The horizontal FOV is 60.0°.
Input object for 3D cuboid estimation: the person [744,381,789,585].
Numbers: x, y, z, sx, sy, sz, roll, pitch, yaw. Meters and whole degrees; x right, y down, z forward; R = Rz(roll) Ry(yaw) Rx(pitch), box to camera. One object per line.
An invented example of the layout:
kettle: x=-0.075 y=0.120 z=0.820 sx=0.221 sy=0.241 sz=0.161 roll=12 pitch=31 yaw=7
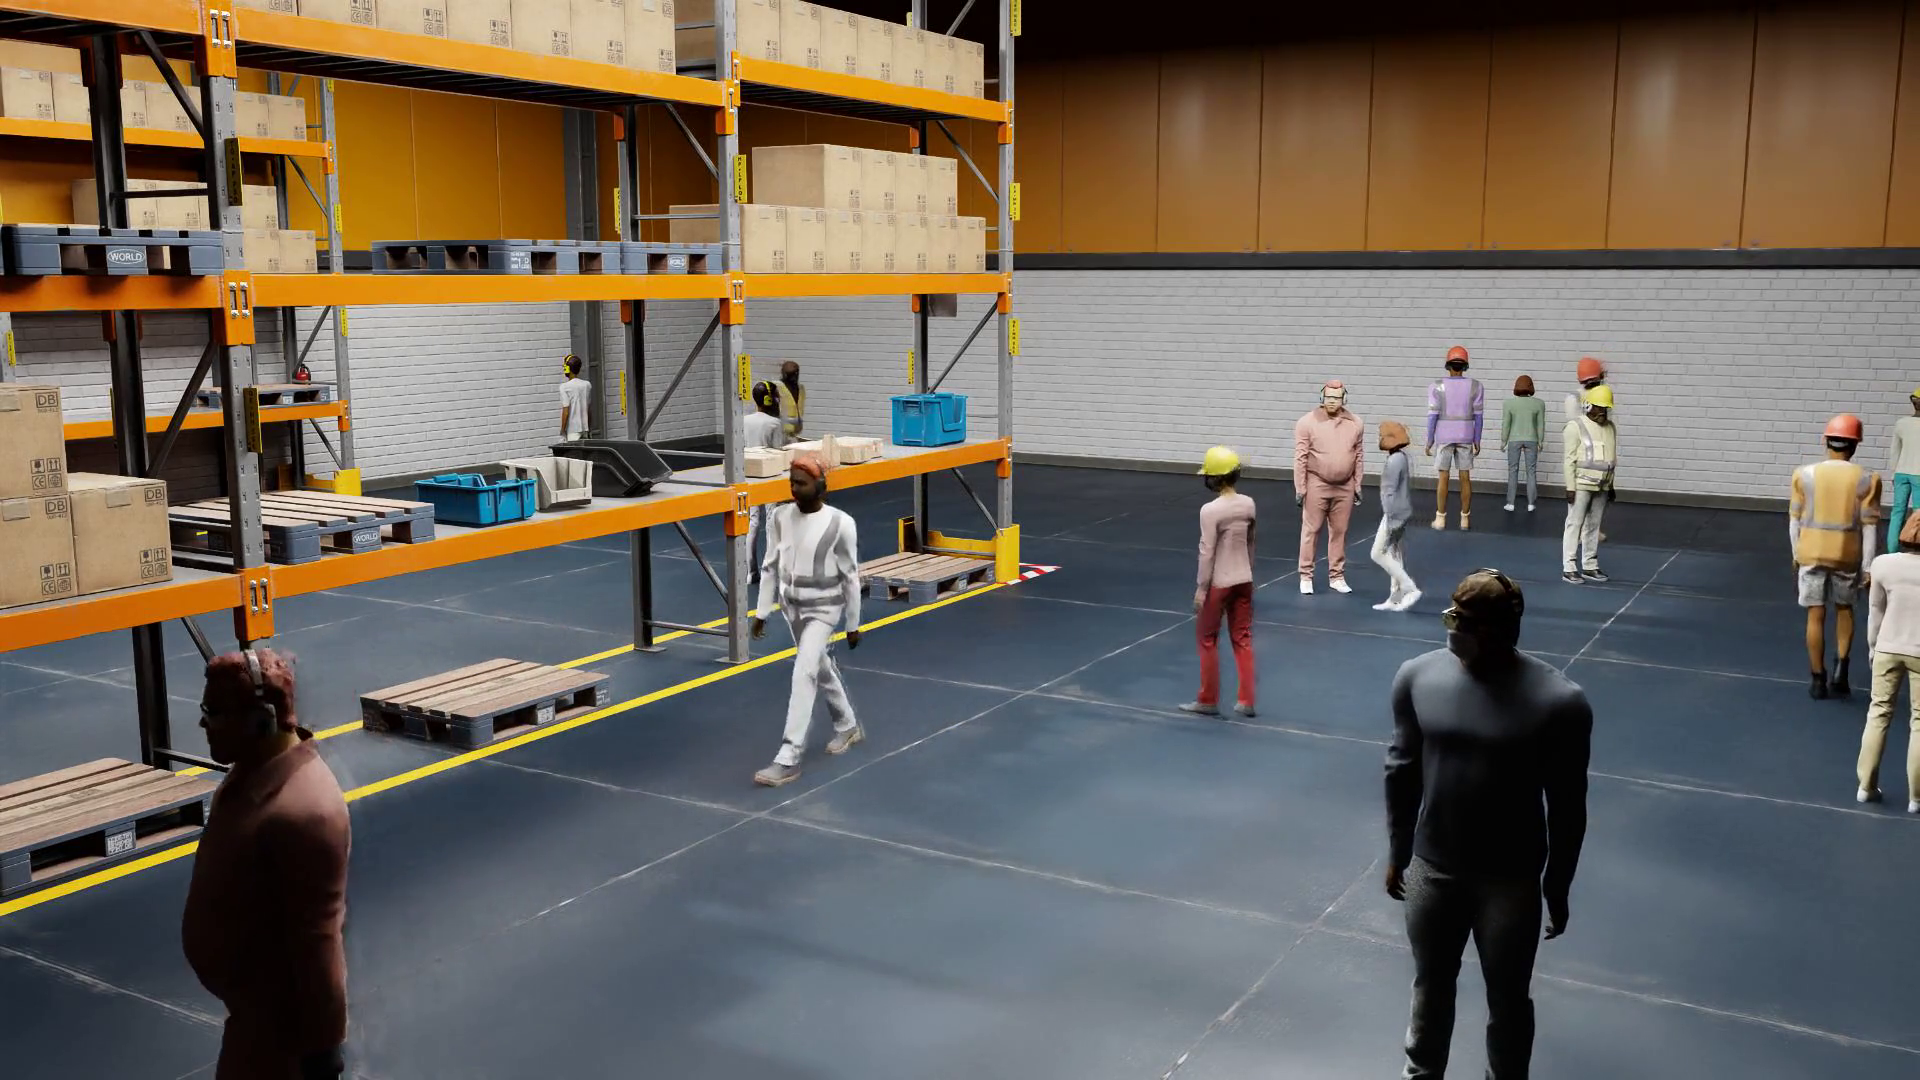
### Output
person: x=-1.778 y=-0.510 z=15.154 sx=0.532 sy=1.865 sz=0.311 roll=5 pitch=11 yaw=30

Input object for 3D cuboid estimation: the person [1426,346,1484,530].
person: x=5.465 y=-1.122 z=18.416 sx=0.605 sy=2.045 sz=0.377 roll=1 pitch=9 yaw=6

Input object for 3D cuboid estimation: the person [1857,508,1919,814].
person: x=5.049 y=0.627 z=8.810 sx=0.282 sy=1.626 sz=0.491 roll=-7 pitch=12 yaw=-39

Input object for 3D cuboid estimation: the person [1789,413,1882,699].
person: x=5.832 y=0.110 z=11.146 sx=0.538 sy=1.914 sz=0.463 roll=5 pitch=10 yaw=27

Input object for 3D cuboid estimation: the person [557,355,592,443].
person: x=-4.630 y=-1.287 z=19.986 sx=0.329 sy=1.873 sz=0.514 roll=5 pitch=11 yaw=31

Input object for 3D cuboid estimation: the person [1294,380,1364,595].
person: x=3.282 y=-0.463 z=14.735 sx=0.648 sy=1.904 sz=0.401 roll=-2 pitch=9 yaw=-9

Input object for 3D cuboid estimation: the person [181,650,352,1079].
person: x=-1.782 y=1.197 z=4.487 sx=0.901 sy=1.875 sz=0.652 roll=-6 pitch=11 yaw=-31

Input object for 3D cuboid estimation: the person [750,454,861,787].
person: x=-0.837 y=0.417 z=9.495 sx=0.575 sy=1.836 sz=1.026 roll=7 pitch=11 yaw=36

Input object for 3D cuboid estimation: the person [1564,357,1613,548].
person: x=6.576 y=-0.905 z=17.268 sx=0.798 sy=1.995 sz=0.434 roll=-5 pitch=11 yaw=-31

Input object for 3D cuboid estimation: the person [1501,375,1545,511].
person: x=6.729 y=-1.156 z=19.901 sx=0.498 sy=1.633 sz=0.278 roll=2 pitch=9 yaw=11

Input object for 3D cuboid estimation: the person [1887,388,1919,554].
person: x=9.276 y=-0.614 z=16.129 sx=0.335 sy=1.762 sz=0.526 roll=-4 pitch=10 yaw=-22

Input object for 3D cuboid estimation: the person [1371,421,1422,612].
person: x=3.622 y=-0.183 z=13.862 sx=0.366 sy=1.622 sz=0.503 roll=4 pitch=10 yaw=24

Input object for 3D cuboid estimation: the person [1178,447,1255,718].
person: x=1.677 y=0.280 z=10.633 sx=0.600 sy=1.741 sz=0.472 roll=-7 pitch=12 yaw=-38

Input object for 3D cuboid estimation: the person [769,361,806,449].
person: x=-2.126 y=-1.288 z=20.268 sx=0.985 sy=1.787 sz=0.661 roll=8 pitch=12 yaw=40

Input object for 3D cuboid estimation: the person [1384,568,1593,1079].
person: x=1.644 y=1.038 z=5.273 sx=0.628 sy=1.936 sz=0.374 roll=6 pitch=11 yaw=34

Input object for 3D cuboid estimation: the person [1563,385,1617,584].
person: x=5.803 y=-0.510 z=15.287 sx=0.586 sy=1.823 sz=0.403 roll=-4 pitch=10 yaw=-25
